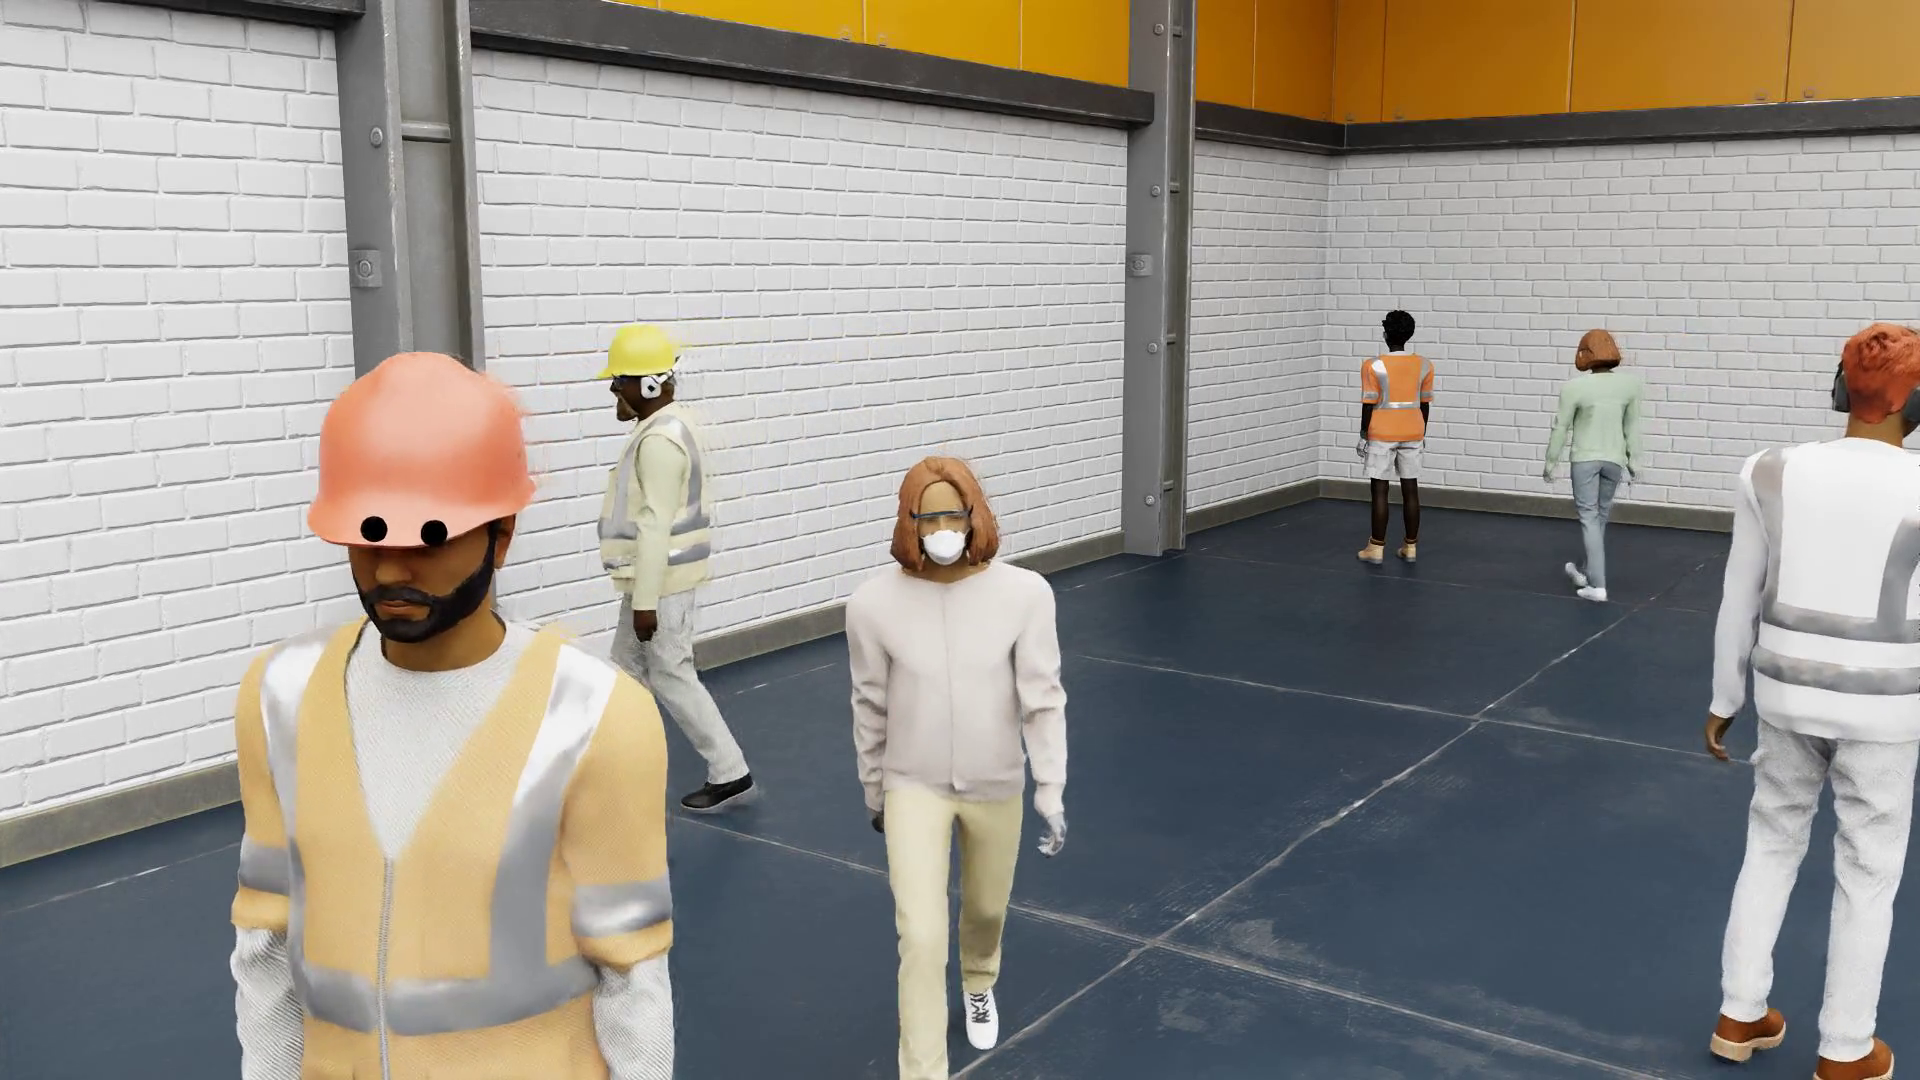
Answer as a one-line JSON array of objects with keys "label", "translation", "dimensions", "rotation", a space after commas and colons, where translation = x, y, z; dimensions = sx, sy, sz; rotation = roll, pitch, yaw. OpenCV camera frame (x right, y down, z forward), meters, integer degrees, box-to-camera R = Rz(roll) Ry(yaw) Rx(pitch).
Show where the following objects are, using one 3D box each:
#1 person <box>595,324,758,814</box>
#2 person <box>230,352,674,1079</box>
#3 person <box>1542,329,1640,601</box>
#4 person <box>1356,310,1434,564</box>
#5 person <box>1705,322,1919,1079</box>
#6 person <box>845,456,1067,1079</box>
[{"label": "person", "translation": [-1.109, 0.122, 6.027], "dimensions": [0.694, 1.813, 0.608], "rotation": [-1, 10, -9]}, {"label": "person", "translation": [-0.611, 0.720, 2.098], "dimensions": [0.562, 1.923, 0.646], "rotation": [2, 10, 11]}, {"label": "person", "translation": [3.789, -0.466, 10.077], "dimensions": [0.526, 1.602, 0.688], "rotation": [-2, 10, -10]}, {"label": "person", "translation": [2.904, -0.684, 11.138], "dimensions": [0.535, 1.697, 0.318], "rotation": [-3, 10, -15]}, {"label": "person", "translation": [2.130, 0.420, 4.015], "dimensions": [0.390, 1.880, 0.627], "rotation": [-8, 13, -41]}, {"label": "person", "translation": [-0.018, 0.574, 3.953], "dimensions": [0.497, 1.594, 0.847], "rotation": [-1, 10, -5]}]
